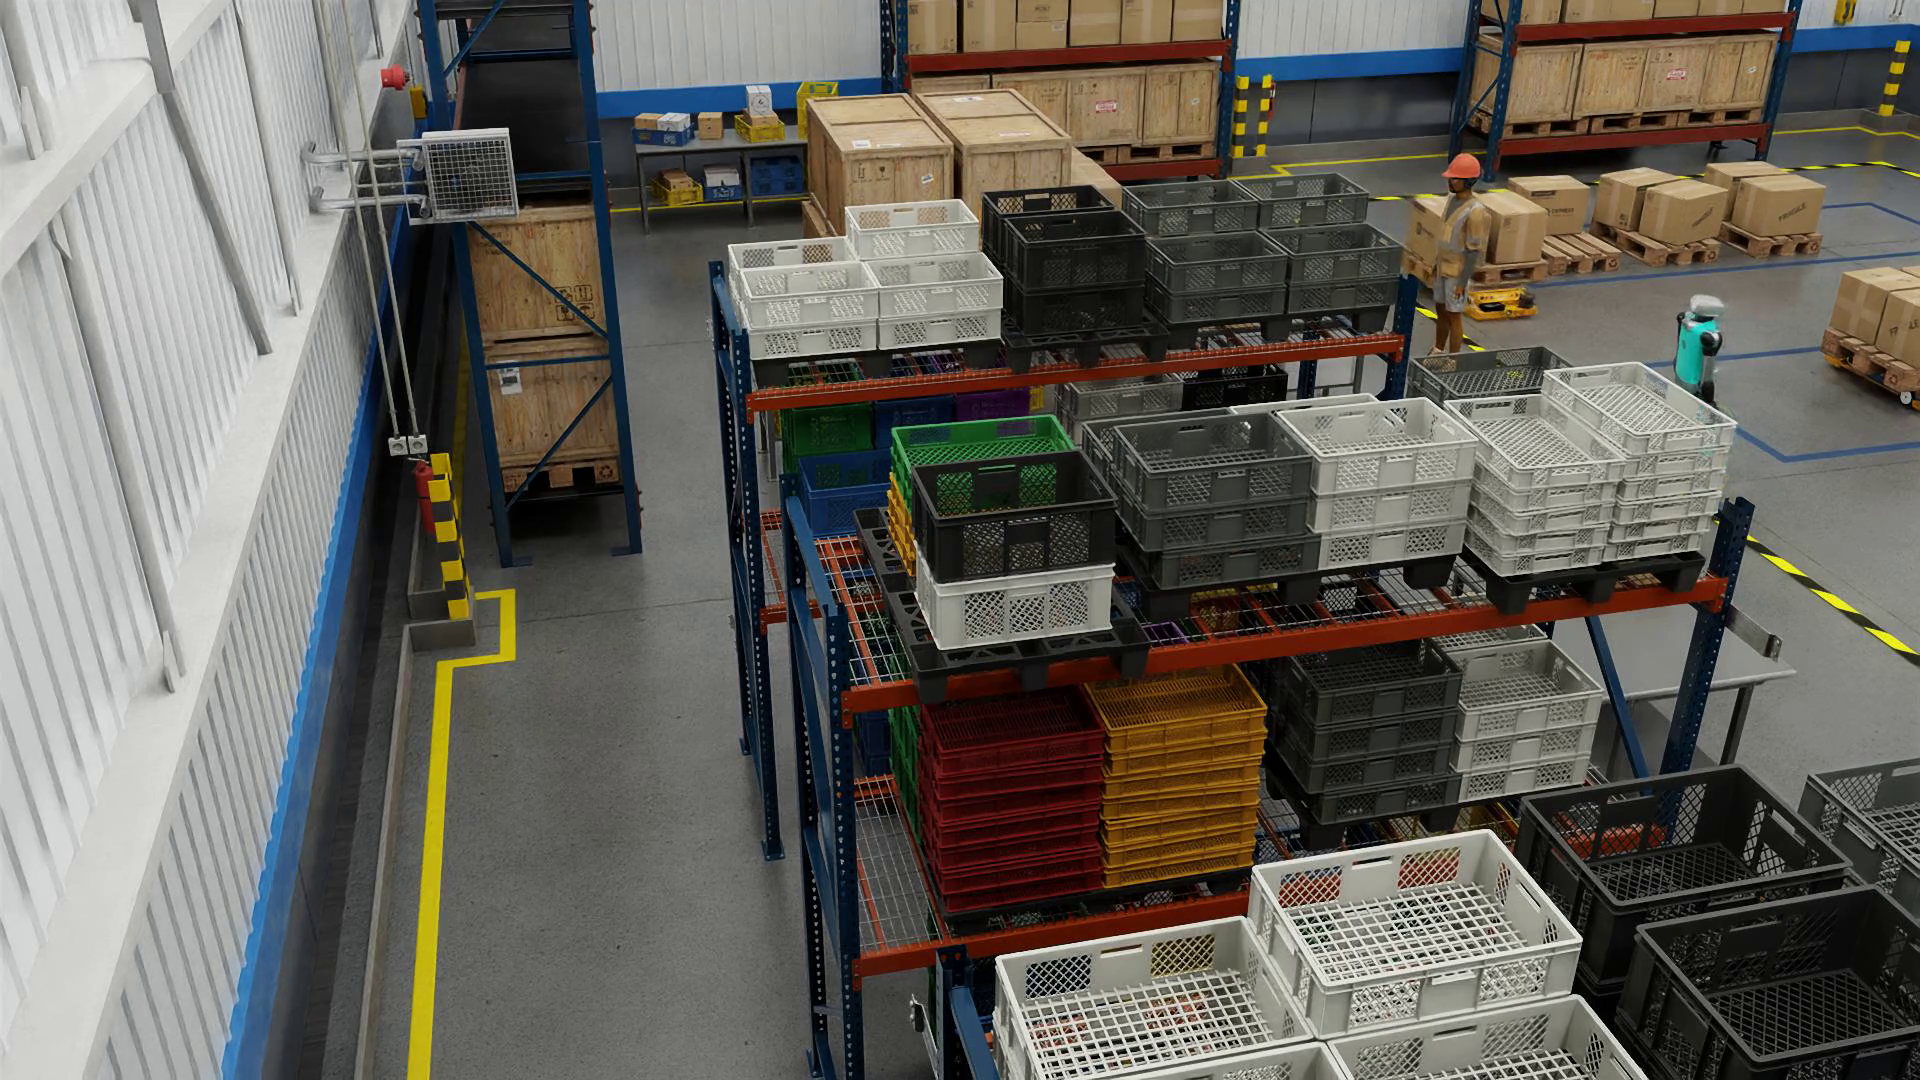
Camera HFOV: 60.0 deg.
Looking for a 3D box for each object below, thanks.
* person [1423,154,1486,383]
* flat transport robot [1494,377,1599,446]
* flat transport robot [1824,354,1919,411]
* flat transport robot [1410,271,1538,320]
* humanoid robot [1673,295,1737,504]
[{"bbox_3d":[4.332,-2.390,14.681,0.374,2.044,0.604,-4,28,-8],"label":"person"},{"bbox_3d":[4.780,-1.036,14.013,0.659,0.231,1.431,-6,28,-12],"label":"flat transport robot"},{"bbox_3d":[8.473,-1.467,14.800,0.652,0.197,1.431,-6,28,-12],"label":"flat transport robot"},{"bbox_3d":[5.221,-2.591,16.932,0.652,0.197,1.431,-6,28,-12],"label":"flat transport robot"},{"bbox_3d":[5.560,-0.941,12.283,0.818,1.794,0.537,-1,28,-2],"label":"humanoid robot"}]
